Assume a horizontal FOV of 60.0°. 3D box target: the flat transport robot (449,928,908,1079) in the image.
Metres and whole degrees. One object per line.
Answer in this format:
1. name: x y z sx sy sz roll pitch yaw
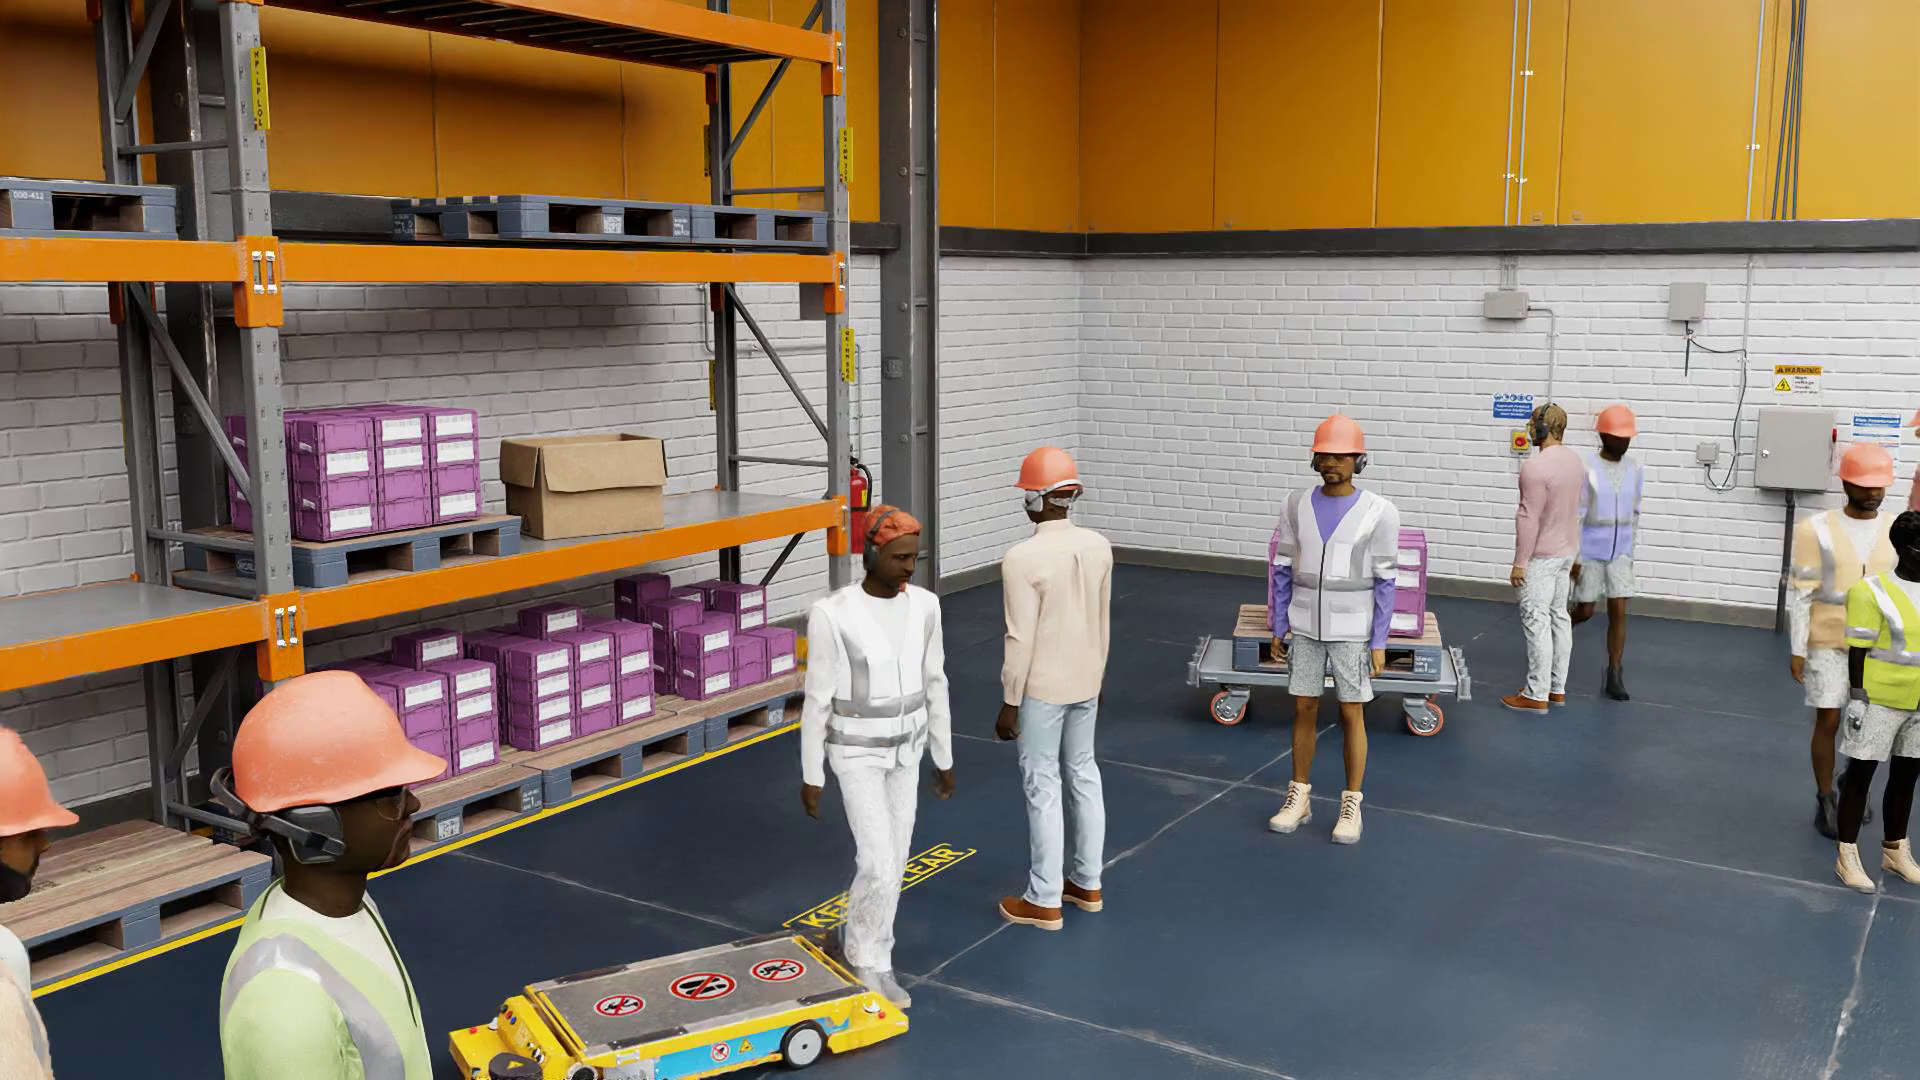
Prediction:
1. flat transport robot: -0.959 1.648 5.731 1.431 0.197 0.652 -5 10 -30

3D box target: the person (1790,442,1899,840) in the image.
1. person: 4.252 0.488 7.944 0.556 1.915 0.426 2 9 12

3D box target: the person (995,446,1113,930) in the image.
1. person: 0.379 0.608 6.921 0.625 1.992 0.398 -8 12 -43

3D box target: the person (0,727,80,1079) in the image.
1. person: -1.716 1.268 2.997 0.985 1.885 0.560 -8 12 -41

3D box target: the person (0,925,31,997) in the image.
1. person: -2.169 1.319 3.464 0.497 1.633 0.289 0 9 -1

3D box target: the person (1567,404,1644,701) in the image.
1. person: 4.156 0.050 10.843 0.550 1.912 0.751 -1 9 -8

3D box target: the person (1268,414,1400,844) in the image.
1. person: 1.771 0.422 7.955 0.608 2.048 0.364 6 10 32

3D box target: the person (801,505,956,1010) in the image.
1. person: -0.275 0.807 6.025 0.610 1.869 0.455 -7 11 -39

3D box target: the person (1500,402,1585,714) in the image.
1. person: 3.647 0.112 10.371 0.630 1.934 0.367 -8 12 -44

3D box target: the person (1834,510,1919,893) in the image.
1. person: 4.115 0.700 7.298 0.533 1.692 0.319 -2 9 -11

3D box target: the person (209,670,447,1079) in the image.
1. person: -0.996 1.222 2.755 0.364 2.048 0.608 -3 9 -18
